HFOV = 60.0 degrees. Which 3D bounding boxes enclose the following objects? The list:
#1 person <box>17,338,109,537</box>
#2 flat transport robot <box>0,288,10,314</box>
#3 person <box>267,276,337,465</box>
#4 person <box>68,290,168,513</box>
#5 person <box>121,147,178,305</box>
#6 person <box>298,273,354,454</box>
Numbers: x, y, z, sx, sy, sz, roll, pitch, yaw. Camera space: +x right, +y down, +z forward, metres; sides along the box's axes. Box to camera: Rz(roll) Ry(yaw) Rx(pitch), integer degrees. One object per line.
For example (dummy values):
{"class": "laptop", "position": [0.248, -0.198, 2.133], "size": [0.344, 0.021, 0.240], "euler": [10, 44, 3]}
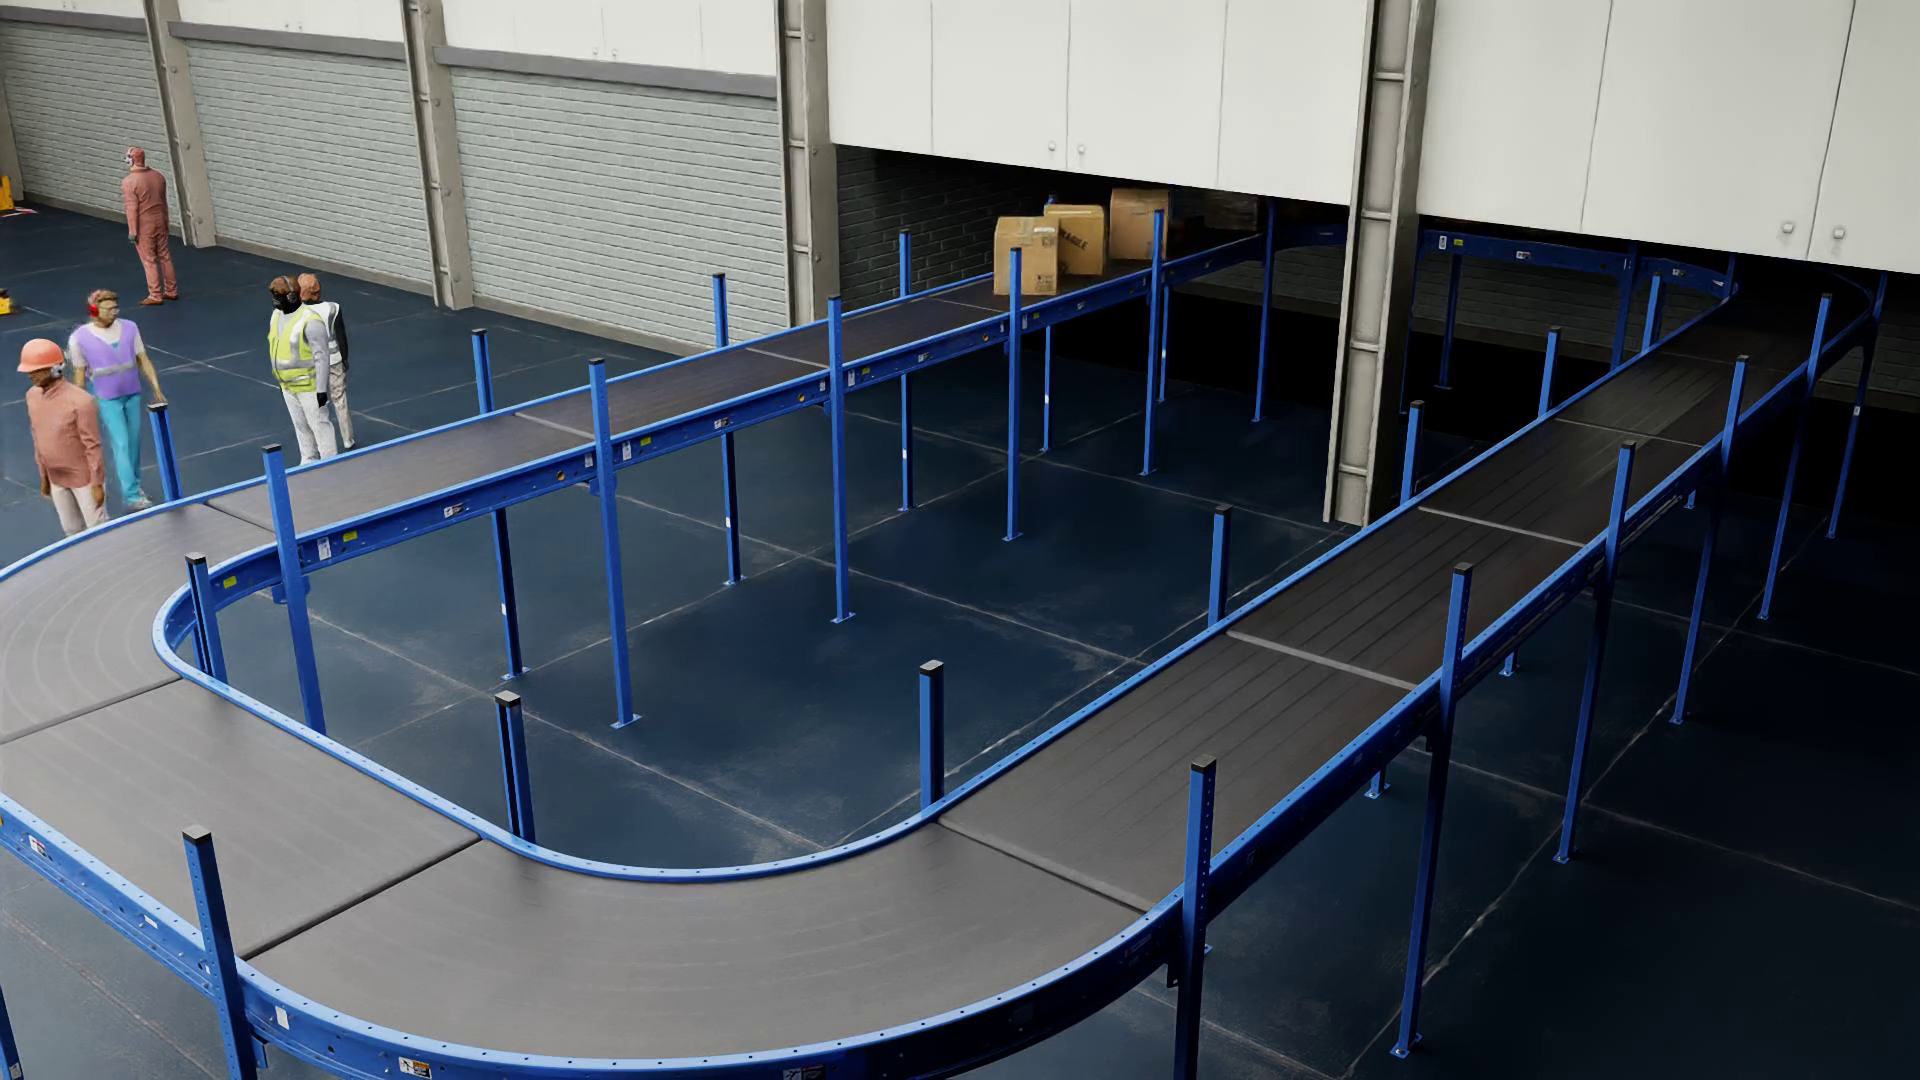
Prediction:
{"class": "person", "position": [-6.221, -0.447, 11.620], "size": [0.603, 1.986, 0.406], "euler": [9, 23, 22]}
{"class": "flat transport robot", "position": [-12.190, -2.797, 19.894], "size": [1.431, 0.197, 0.652], "euler": [-11, 24, -26]}
{"class": "person", "position": [-5.552, -1.316, 14.021], "size": [0.634, 1.841, 0.429], "euler": [15, 26, 34]}
{"class": "person", "position": [-6.816, -1.138, 13.606], "size": [0.759, 1.806, 0.577], "euler": [12, 25, 28]}
{"class": "person", "position": [-9.940, -3.833, 20.326], "size": [0.409, 1.907, 0.651], "euler": [6, 22, 14]}
{"class": "person", "position": [-5.757, -1.585, 14.976], "size": [0.514, 1.641, 0.308], "euler": [-12, 24, -28]}
